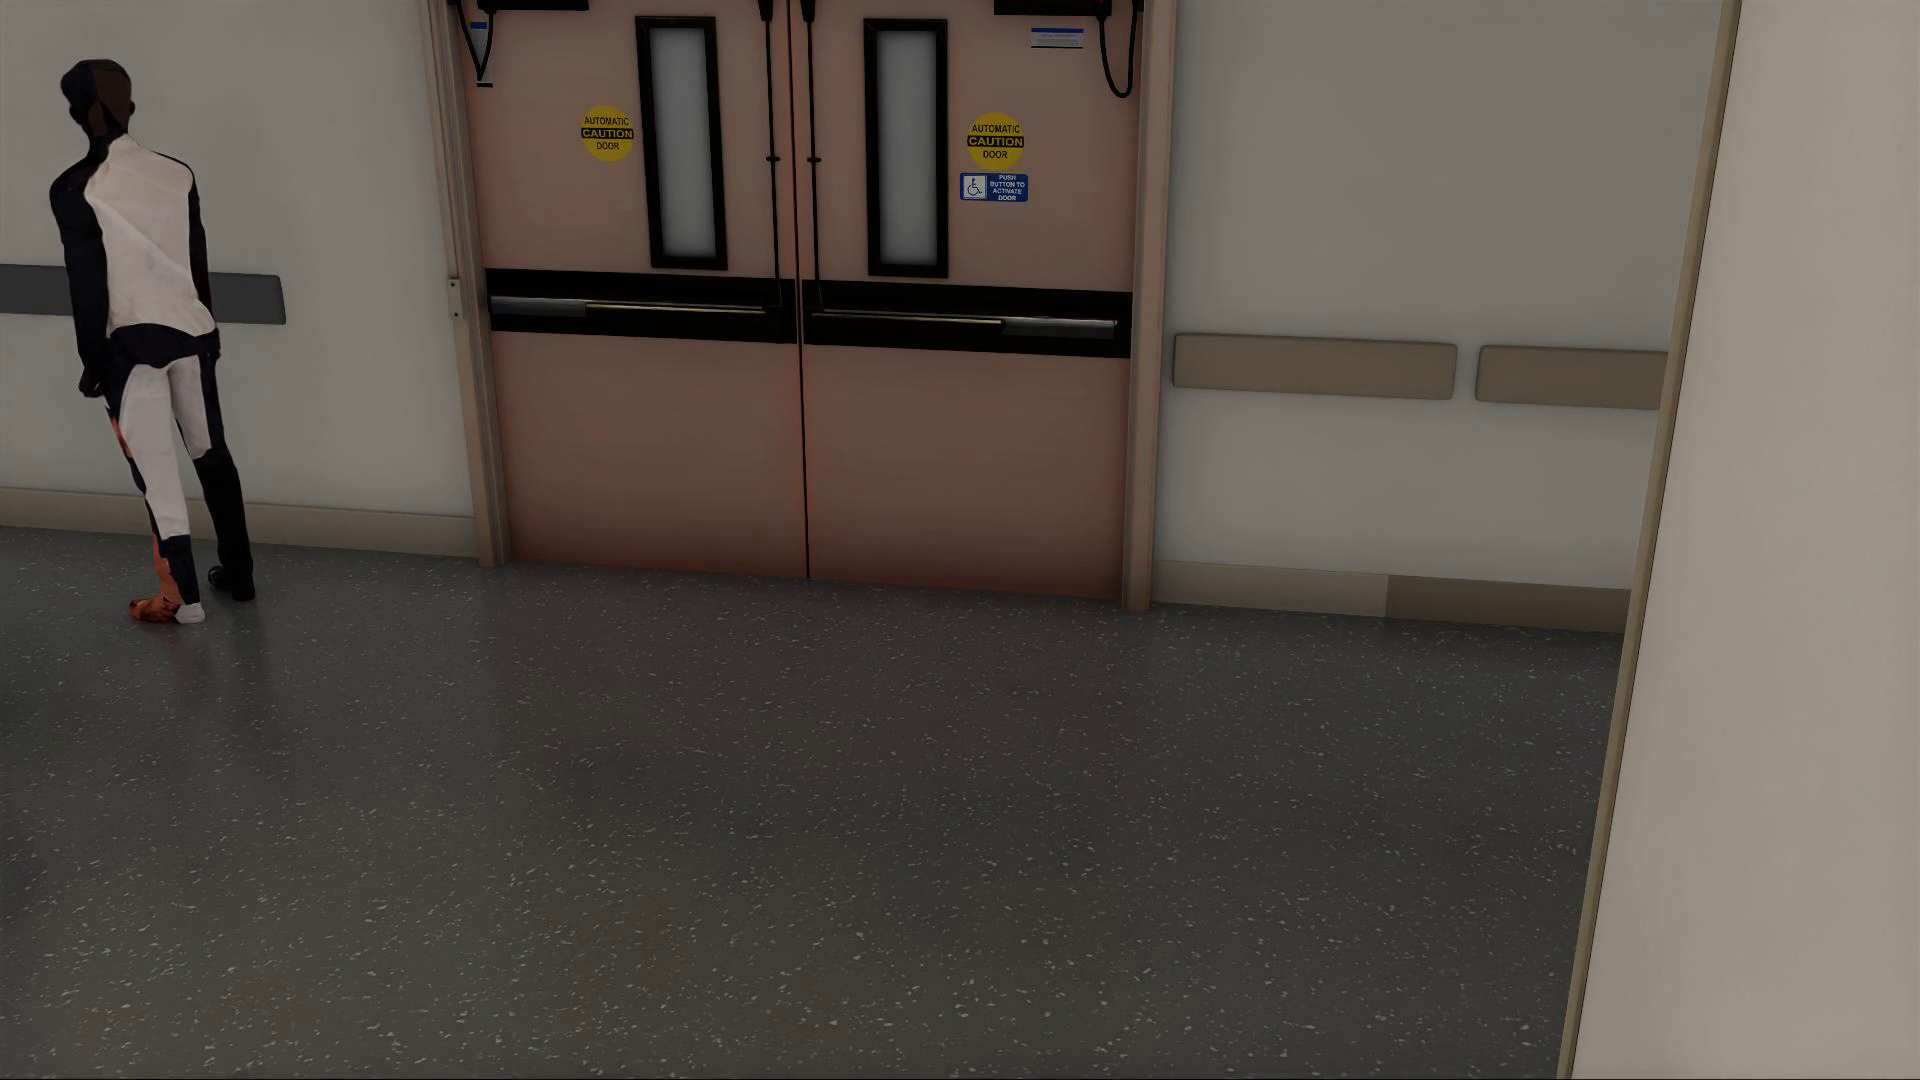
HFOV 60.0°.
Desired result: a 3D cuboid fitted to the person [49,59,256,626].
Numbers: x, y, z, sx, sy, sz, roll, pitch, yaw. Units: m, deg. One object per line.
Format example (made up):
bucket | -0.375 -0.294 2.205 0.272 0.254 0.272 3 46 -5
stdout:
person | -2.719 -0.645 5.615 0.715 1.892 0.751 11 24 27
